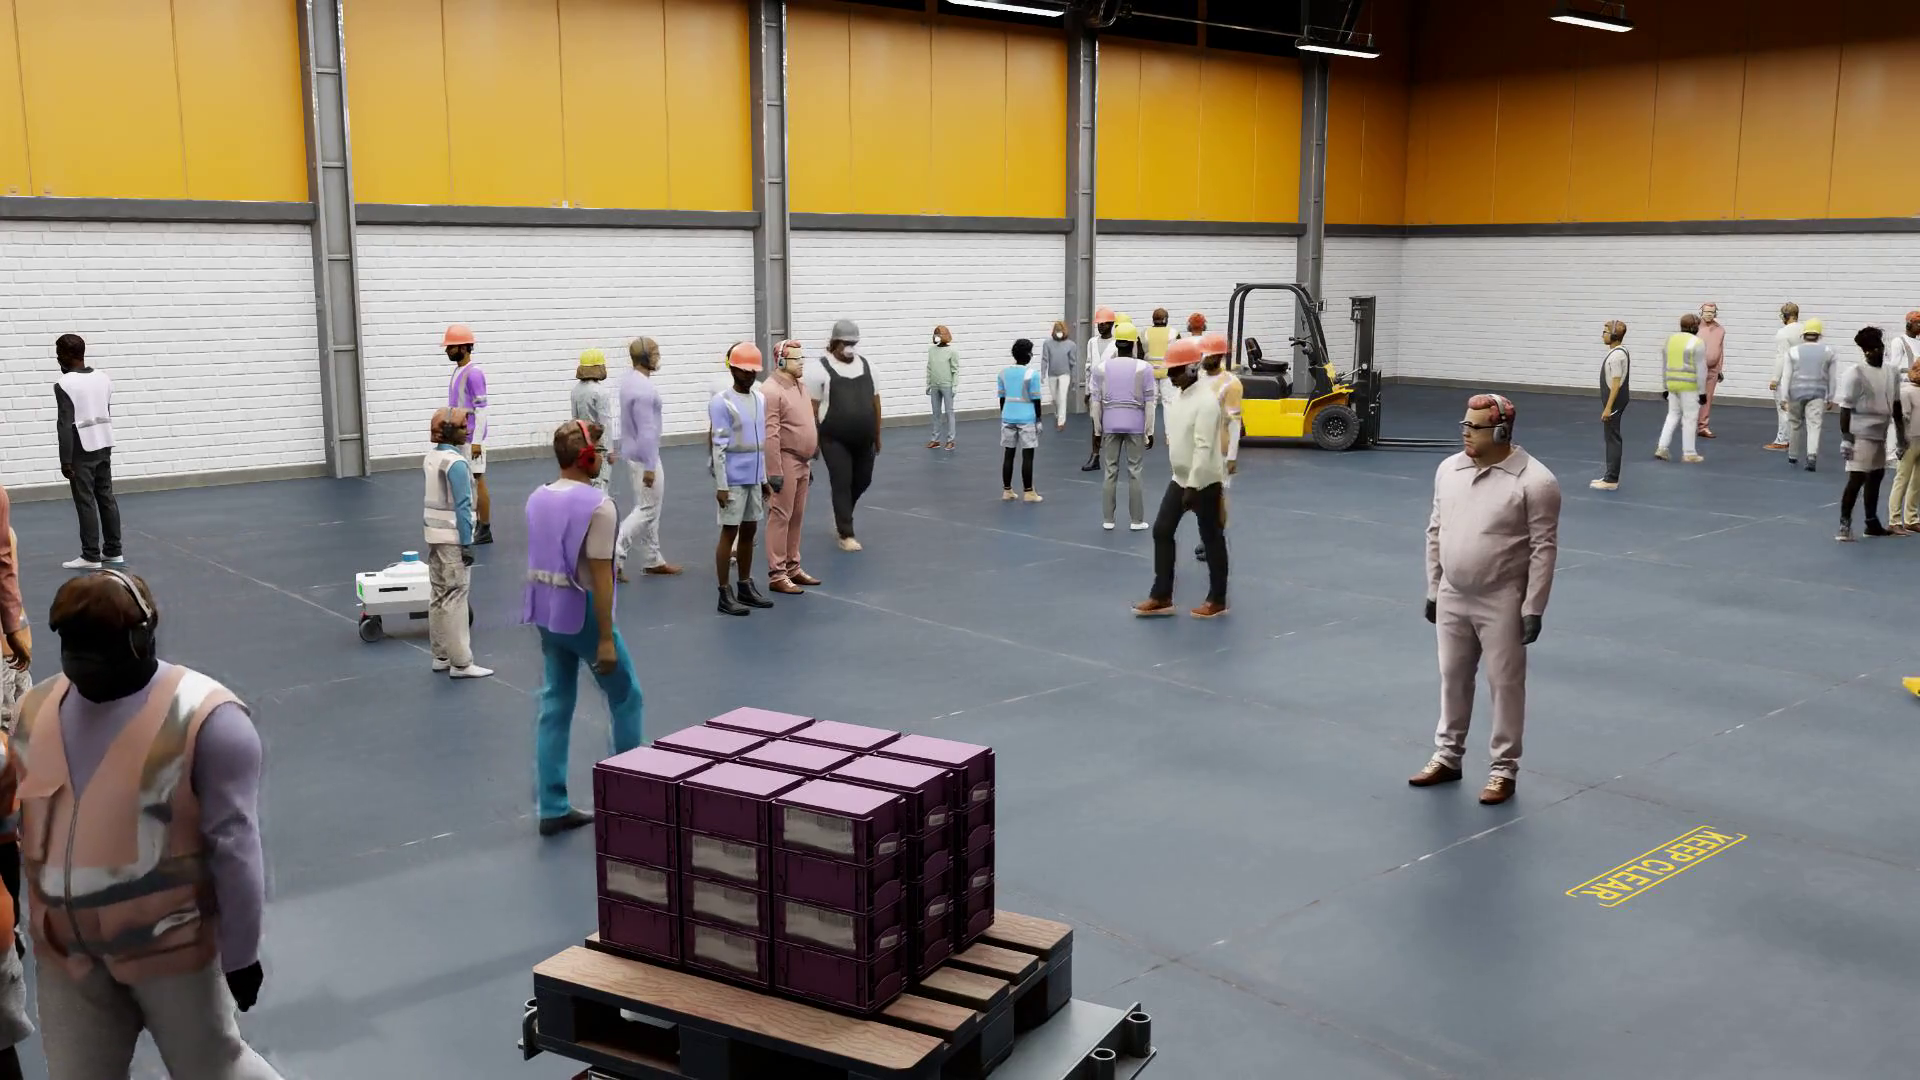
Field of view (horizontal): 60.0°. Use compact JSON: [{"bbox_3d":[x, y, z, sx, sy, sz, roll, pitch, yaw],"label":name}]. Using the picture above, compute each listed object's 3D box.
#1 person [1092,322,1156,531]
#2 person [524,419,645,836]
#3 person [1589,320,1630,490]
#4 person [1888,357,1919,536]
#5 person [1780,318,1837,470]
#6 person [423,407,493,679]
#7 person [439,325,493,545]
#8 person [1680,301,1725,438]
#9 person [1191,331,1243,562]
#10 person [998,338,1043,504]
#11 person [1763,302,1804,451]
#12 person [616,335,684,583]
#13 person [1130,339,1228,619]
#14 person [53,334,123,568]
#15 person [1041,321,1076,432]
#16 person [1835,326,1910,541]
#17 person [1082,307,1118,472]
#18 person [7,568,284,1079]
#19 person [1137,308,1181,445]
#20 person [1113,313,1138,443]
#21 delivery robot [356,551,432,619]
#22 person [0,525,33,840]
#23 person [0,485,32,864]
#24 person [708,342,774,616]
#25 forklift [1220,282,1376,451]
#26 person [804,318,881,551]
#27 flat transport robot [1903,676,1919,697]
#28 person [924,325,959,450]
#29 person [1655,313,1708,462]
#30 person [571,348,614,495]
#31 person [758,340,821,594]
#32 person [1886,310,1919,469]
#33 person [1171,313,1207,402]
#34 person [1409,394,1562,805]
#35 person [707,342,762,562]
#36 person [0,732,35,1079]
[{"bbox_3d":[1.511,-1.038,15.347,0.585,1.928,0.365,3,10,15],"label":"person"},{"bbox_3d":[-1.601,0.368,7.411,0.608,1.816,0.803,8,12,38],"label":"person"},{"bbox_3d":[7.074,-1.461,18.063,0.345,1.847,0.504,5,11,26],"label":"person"},{"bbox_3d":[8.707,-0.855,15.132,0.507,1.633,0.277,-4,11,-23],"label":"person"},{"bbox_3d":[10.111,-1.738,19.823,0.597,1.805,0.882,4,10,21],"label":"person"},{"bbox_3d":[-3.067,0.016,10.032,0.315,1.636,0.514,-8,12,-37],"label":"person"},{"bbox_3d":[-4.350,-0.918,14.615,0.363,1.935,0.553,-7,12,-35],"label":"person"},{"bbox_3d":[10.375,-2.366,23.195,0.642,1.905,0.399,-2,10,-11],"label":"person"},{"bbox_3d":[2.073,-0.766,13.763,0.426,1.921,0.564,-9,13,-42],"label":"person"},{"bbox_3d":[0.619,-1.220,17.107,0.561,1.692,0.321,7,12,37],"label":"person"},{"bbox_3d":[10.781,-2.120,21.670,0.627,1.934,0.372,-7,12,-34],"label":"person"},{"bbox_3d":[-2.508,-0.620,12.976,0.580,1.952,0.641,-3,10,-20],"label":"person"},{"bbox_3d":[1.544,-0.405,11.543,0.814,1.952,0.649,-4,10,-21],"label":"person"},{"bbox_3d":[-7.106,-0.720,13.545,0.398,1.911,0.587,2,10,9],"label":"person"},{"bbox_3d":[1.455,-2.395,24.221,0.495,1.606,0.693,3,10,15],"label":"person"},{"bbox_3d":[8.142,-0.943,14.839,0.777,1.927,0.365,-6,11,-30],"label":"person"},{"bbox_3d":[1.697,-1.759,19.534,0.543,1.940,0.361,6,12,33],"label":"person"},{"bbox_3d":[-1.969,0.946,4.078,0.632,1.819,0.837,1,10,7],"label":"person"},{"bbox_3d":[2.695,-2.200,22.424,0.620,1.837,0.429,3,10,15],"label":"person"},{"bbox_3d":[2.202,-2.192,22.576,0.533,1.767,0.325,9,13,42],"label":"person"},{"bbox_3d":[-3.669,0.321,11.131,0.707,0.478,0.477,-4,10,-20],"label":"delivery robot"},{"bbox_3d":[-4.198,0.496,7.206,0.314,1.642,0.514,-2,10,-11],"label":"person"},{"bbox_3d":[-4.102,0.400,6.762,0.393,1.985,0.611,6,11,31],"label":"person"},{"bbox_3d":[-1.530,-0.439,11.831,0.381,1.931,0.548,6,11,31],"label":"person"},{"bbox_3d":[4.328,-2.346,22.227,2.313,2.155,1.214,3,10,16],"label":"forklift"},{"bbox_3d":[-1.023,-0.965,14.591,0.690,2.000,0.852,-5,11,-29],"label":"person"},{"bbox_3d":[6.111,0.840,9.197,1.431,0.197,0.652,2,10,11],"label":"flat transport robot"},{"bbox_3d":[-0.239,-2.004,21.861,0.498,1.634,0.278,7,12,35],"label":"person"},{"bbox_3d":[8.950,-1.875,20.516,0.429,1.841,0.642,-4,10,-20],"label":"person"},{"bbox_3d":[-3.177,-0.801,14.499,0.485,1.745,0.296,8,13,40],"label":"person"},{"bbox_3d":[-1.280,-0.559,12.602,0.410,1.909,0.643,3,10,17],"label":"person"},{"bbox_3d":[11.325,-1.798,19.915,0.574,1.887,0.355,-7,12,-37],"label":"person"},{"bbox_3d":[2.765,-1.721,19.530,0.571,1.873,0.353,0,10,3],"label":"person"},{"bbox_3d":[2.433,0.271,7.758,0.399,1.905,0.642,-8,13,-39],"label":"person"},{"bbox_3d":[-1.827,-0.740,13.948,0.541,1.820,0.998,2,10,9],"label":"person"},{"bbox_3d":[-2.503,1.011,4.019,0.317,1.697,0.540,5,11,26],"label":"person"}]
